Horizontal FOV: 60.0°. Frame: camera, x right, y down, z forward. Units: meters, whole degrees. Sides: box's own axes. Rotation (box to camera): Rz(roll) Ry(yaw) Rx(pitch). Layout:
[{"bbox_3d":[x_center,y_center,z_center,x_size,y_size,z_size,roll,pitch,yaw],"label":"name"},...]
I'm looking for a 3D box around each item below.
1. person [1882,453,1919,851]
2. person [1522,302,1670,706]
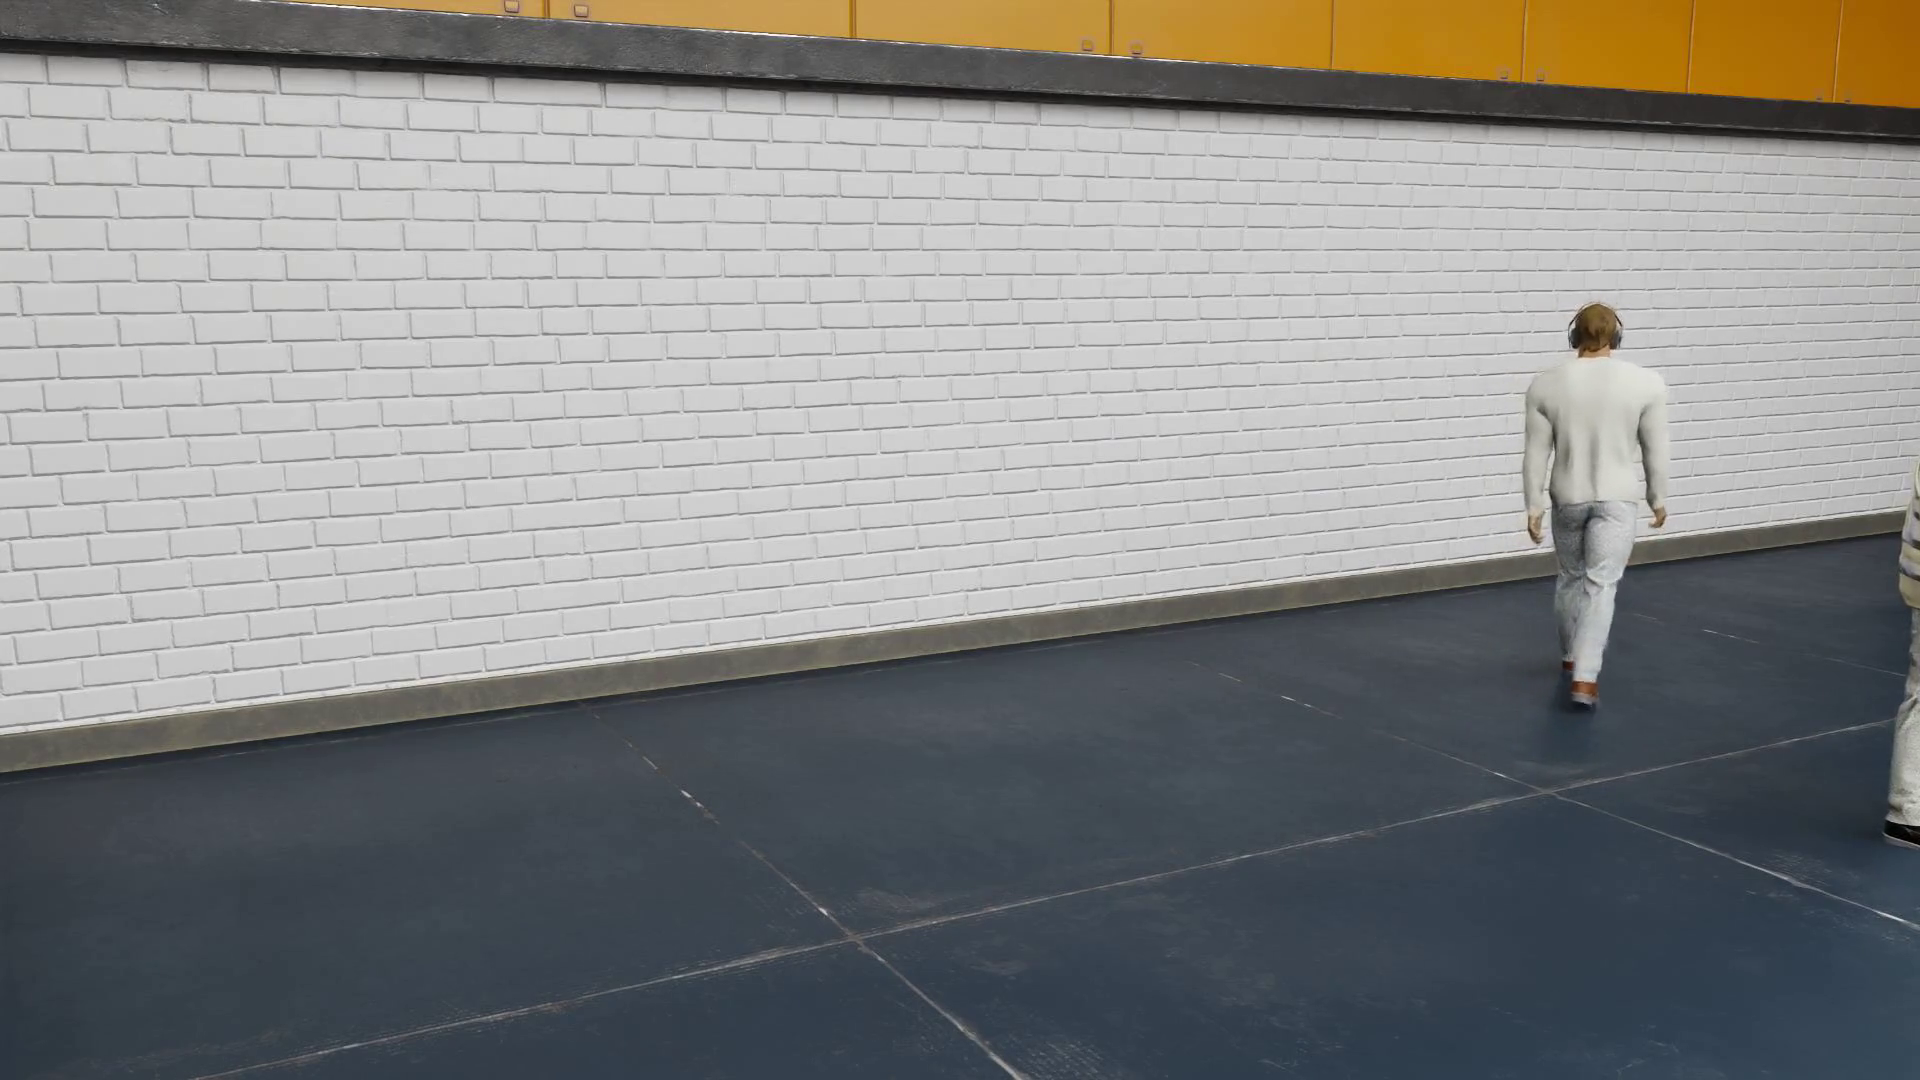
[{"bbox_3d":[3.571,0.203,5.915,0.403,1.823,0.596,9,14,43],"label":"person"},{"bbox_3d":[3.025,-0.185,7.965,0.641,1.899,0.985,6,12,33],"label":"person"}]
